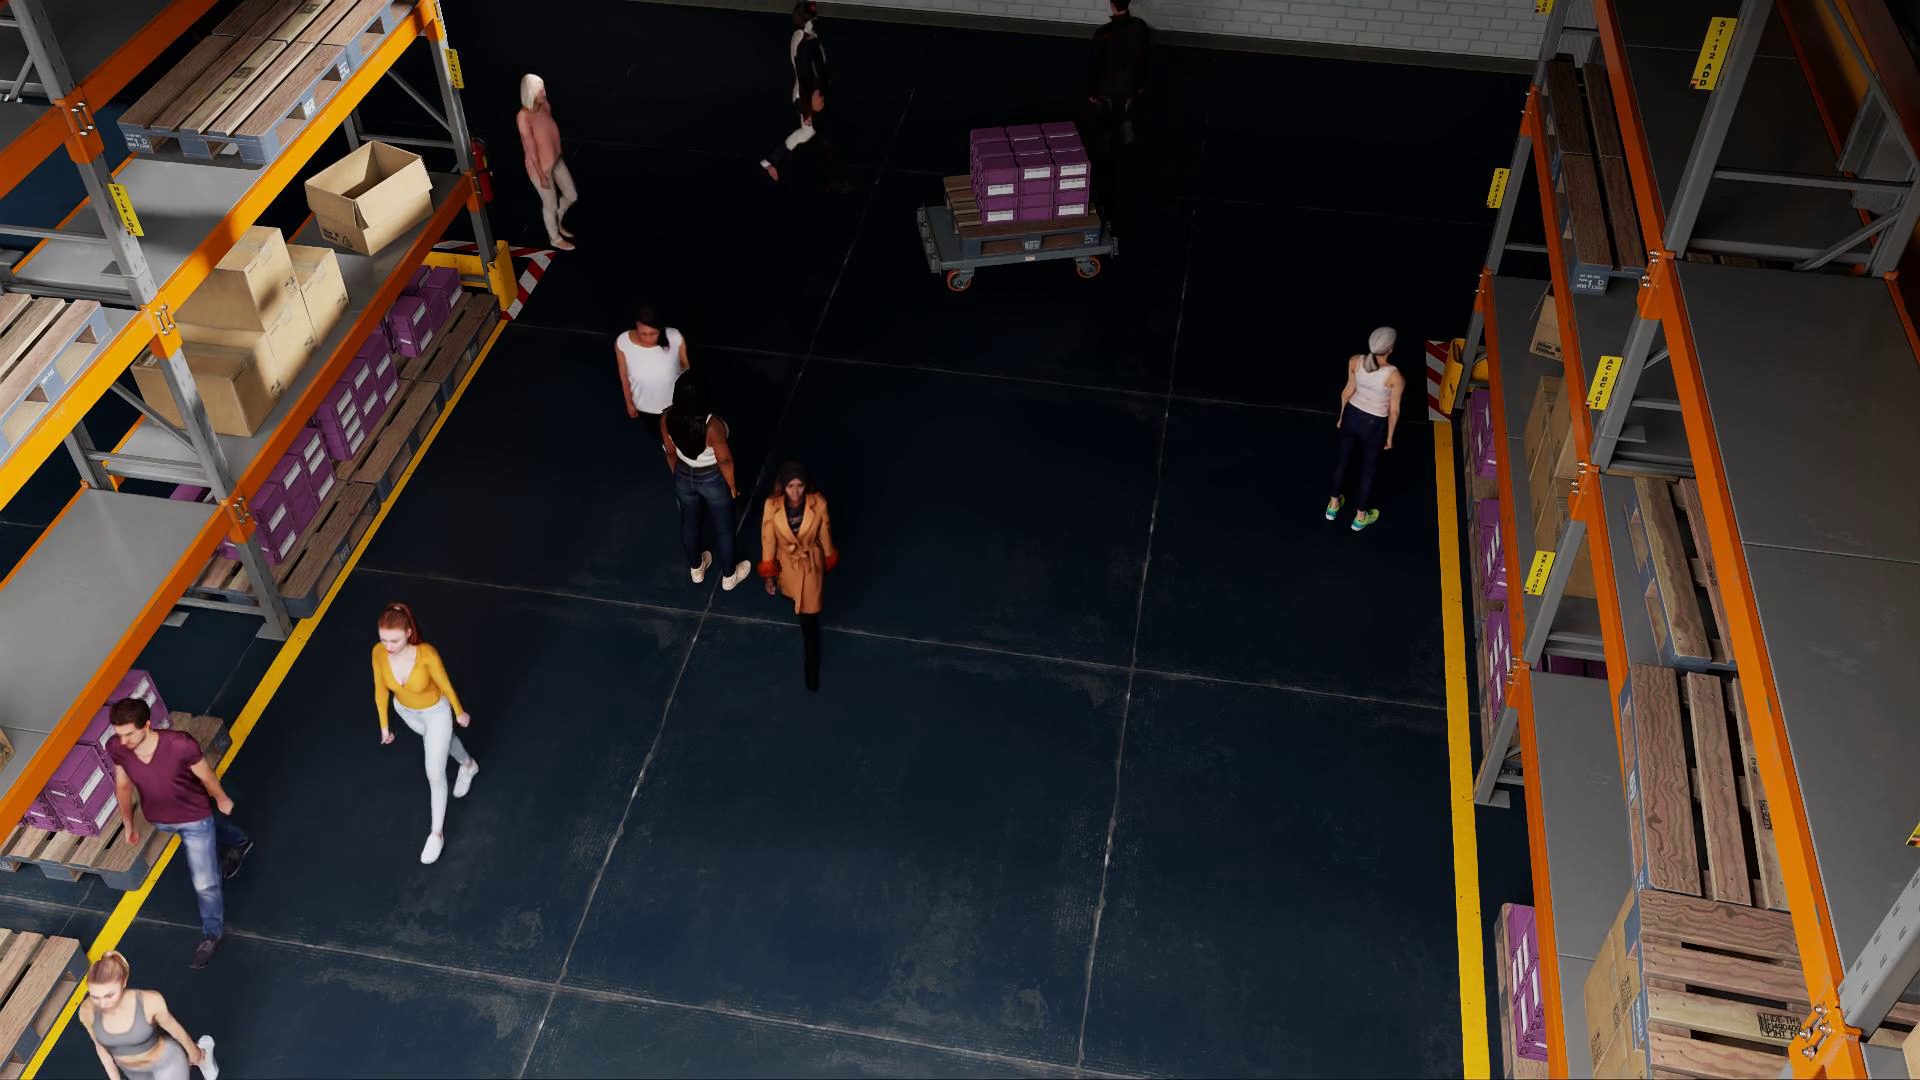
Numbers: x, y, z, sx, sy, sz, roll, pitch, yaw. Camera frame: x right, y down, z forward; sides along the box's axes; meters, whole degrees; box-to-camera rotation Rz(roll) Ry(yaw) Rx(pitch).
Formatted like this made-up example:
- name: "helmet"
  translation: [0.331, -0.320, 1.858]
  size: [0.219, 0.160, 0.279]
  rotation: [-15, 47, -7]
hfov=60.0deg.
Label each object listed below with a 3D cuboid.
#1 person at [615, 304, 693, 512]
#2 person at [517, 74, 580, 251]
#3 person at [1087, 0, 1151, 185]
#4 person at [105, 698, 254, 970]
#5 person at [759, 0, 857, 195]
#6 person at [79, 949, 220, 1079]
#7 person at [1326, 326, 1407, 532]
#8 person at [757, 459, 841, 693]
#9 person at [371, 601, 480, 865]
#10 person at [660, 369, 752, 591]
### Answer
- name: "person"
  translation: [-2.184, -1.080, 12.123]
  size: [0.862, 1.656, 1.149]
  rotation: [-5, 44, -6]
- name: "person"
  translation: [-3.660, -3.253, 14.362]
  size: [0.708, 1.713, 0.598]
  rotation: [14, 45, 14]
- name: "person"
  translation: [1.466, -4.071, 15.069]
  size: [0.895, 1.923, 0.962]
  rotation: [-13, 45, -14]
- name: "person"
  translation: [-4.353, 1.448, 9.364]
  size: [0.693, 1.800, 1.178]
  rotation: [5, 44, 5]
- name: "person"
  translation: [-1.431, -3.965, 14.996]
  size: [0.945, 1.870, 1.133]
  rotation: [-4, 44, -4]
- name: "person"
  translation: [-4.011, 2.536, 8.307]
  size: [0.719, 1.683, 1.089]
  rotation: [-3, 44, -3]
- name: "person"
  translation: [2.865, -0.799, 11.795]
  size: [0.681, 1.701, 0.693]
  rotation: [29, 51, 27]
- name: "person"
  translation: [-1.063, 0.123, 10.839]
  size: [0.814, 1.684, 1.193]
  rotation: [0, 44, 0]
- name: "person"
  translation: [-3.151, 0.980, 9.919]
  size: [0.603, 1.713, 1.078]
  rotation: [7, 44, 7]
- name: "person"
  translation: [-1.749, -0.403, 11.302]
  size: [0.688, 1.808, 0.658]
  rotation: [15, 46, 15]
